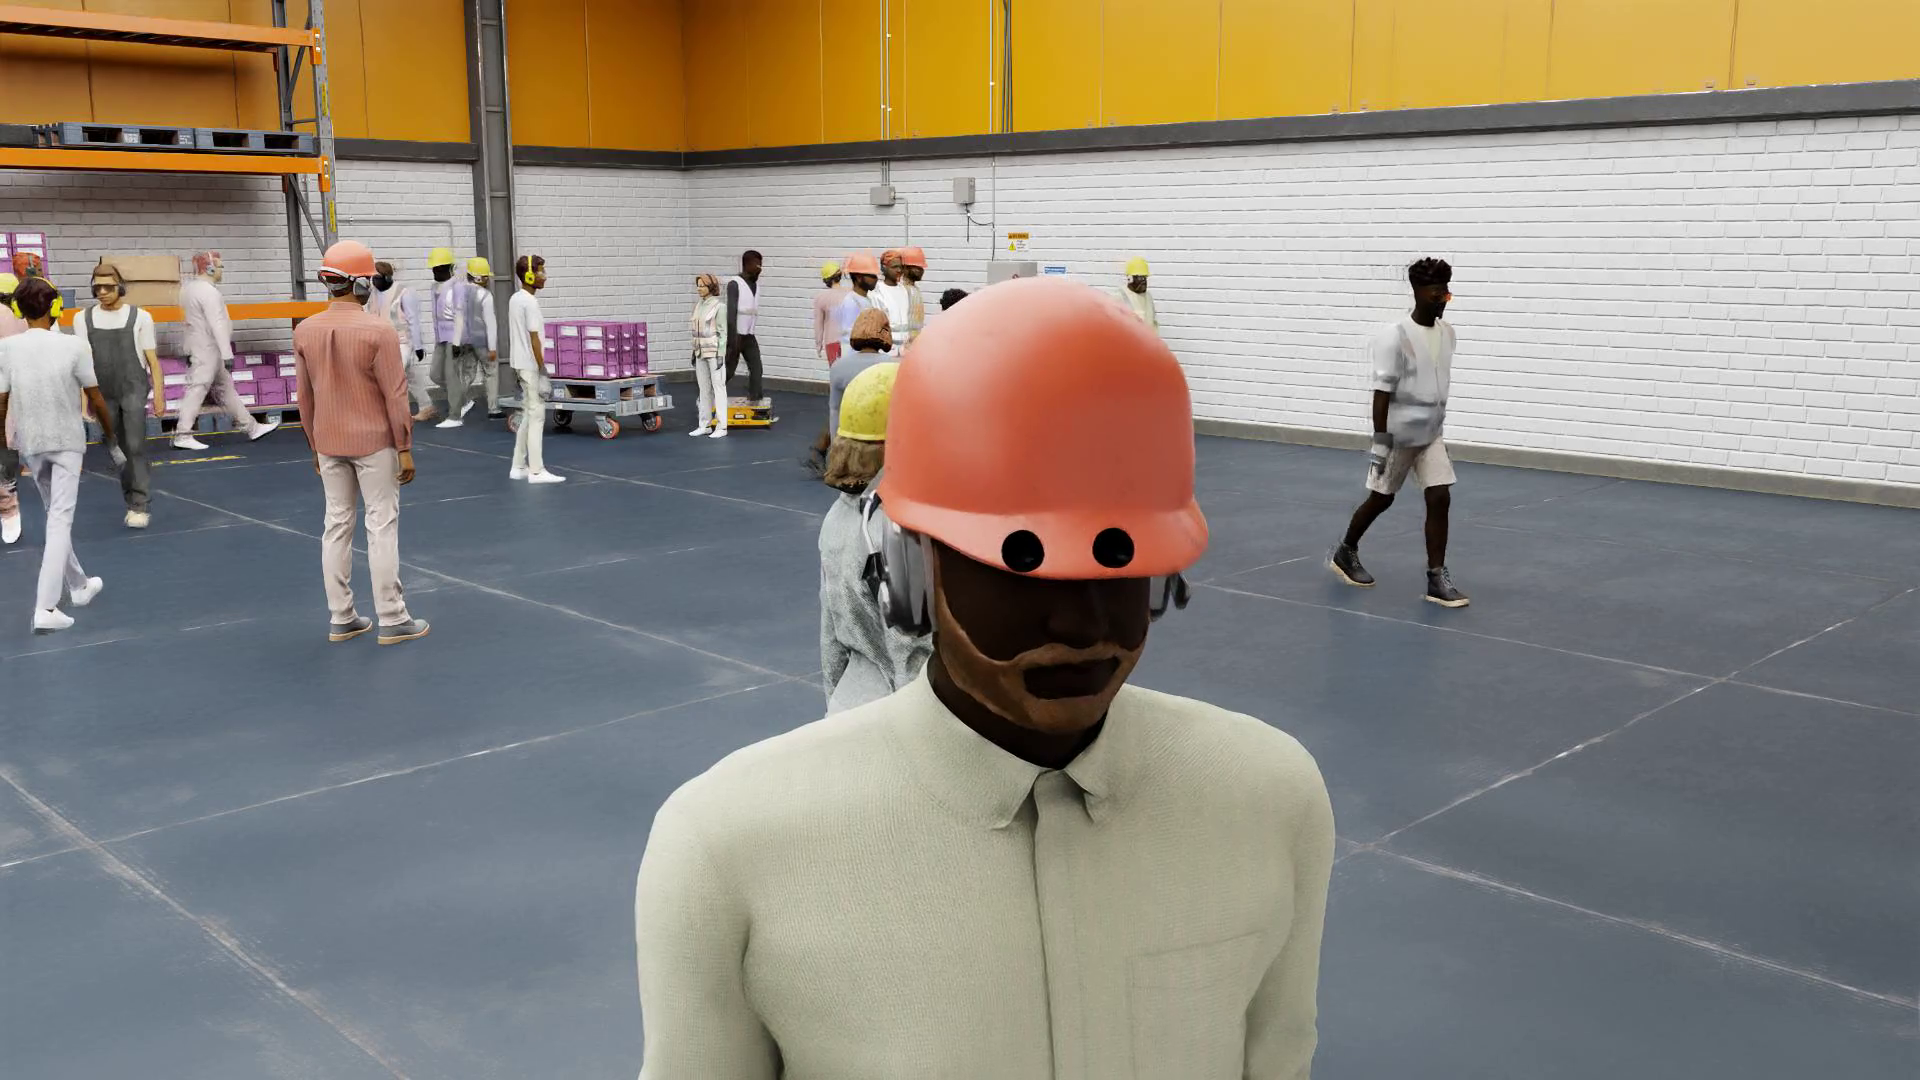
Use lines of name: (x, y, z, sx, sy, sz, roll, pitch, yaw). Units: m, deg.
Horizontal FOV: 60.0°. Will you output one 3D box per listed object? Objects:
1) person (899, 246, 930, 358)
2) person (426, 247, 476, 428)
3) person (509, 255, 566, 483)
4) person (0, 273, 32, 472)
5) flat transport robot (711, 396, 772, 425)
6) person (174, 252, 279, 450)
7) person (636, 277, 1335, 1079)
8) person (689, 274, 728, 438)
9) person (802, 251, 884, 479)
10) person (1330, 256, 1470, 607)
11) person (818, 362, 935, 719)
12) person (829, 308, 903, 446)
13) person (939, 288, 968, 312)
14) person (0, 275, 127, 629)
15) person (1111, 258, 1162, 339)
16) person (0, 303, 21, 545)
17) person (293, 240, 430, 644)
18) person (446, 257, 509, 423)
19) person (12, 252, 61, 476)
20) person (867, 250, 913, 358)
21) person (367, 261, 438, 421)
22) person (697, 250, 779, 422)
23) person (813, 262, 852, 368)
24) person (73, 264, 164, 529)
person: (-0.460, -1.779, 15.564, 0.398, 1.917, 0.554, 5, 11, 25)
person: (-5.383, -2.127, 17.539, 0.585, 1.902, 0.453, 9, 14, 40)
person: (-3.519, -1.389, 13.643, 0.379, 1.861, 0.608, -6, 12, -30)
person: (-7.286, -1.187, 12.859, 0.545, 1.720, 0.877, 4, 11, 21)
flat transport robot: (-2.377, -1.406, 18.038, 0.652, 0.197, 1.431, -1, 10, -5)
person: (-7.062, -1.793, 15.835, 1.041, 1.857, 0.677, -7, 13, -35)
person: (0.043, 0.785, 1.395, 0.622, 1.990, 0.402, -4, 11, -19)
person: (-2.517, -1.845, 16.700, 0.513, 1.641, 0.307, 10, 14, 42)
person: (-0.873, -1.400, 13.570, 0.932, 1.907, 0.553, 2, 11, 11)
person: (2.457, -0.620, 9.291, 0.614, 1.922, 0.938, -6, 12, -30)
person: (-0.155, 0.472, 3.773, 0.290, 1.745, 0.493, -5, 11, -24)
person: (-0.503, -0.493, 9.385, 0.496, 1.623, 0.313, 4, 11, 22)
person: (-0.025, -0.888, 11.421, 0.536, 1.673, 0.774, -4, 11, -21)
person: (-4.754, -0.473, 8.752, 0.534, 1.816, 0.997, 0, 10, -2)
person: (1.805, -1.880, 16.454, 0.891, 1.788, 0.613, 10, 14, 43)
person: (-6.299, -0.847, 10.557, 0.674, 1.893, 0.421, -1, 10, -4)
person: (-2.976, -0.472, 8.243, 0.611, 1.995, 0.375, 3, 11, 16)
person: (-5.223, -2.146, 17.932, 0.615, 1.793, 0.749, 5, 11, 25)
person: (-7.784, -1.471, 13.993, 0.572, 1.885, 0.358, 3, 11, 15)
person: (-0.642, -1.716, 15.332, 0.576, 1.881, 0.352, -10, 15, -44)
person: (-5.988, -2.102, 17.797, 0.639, 1.774, 1.042, 6, 12, 29)
person: (-2.451, -2.224, 18.146, 0.919, 1.868, 0.678, 5, 11, 23)
person: (-1.277, -2.125, 17.954, 0.601, 1.733, 0.511, -1, 10, -7)
person: (-5.825, -0.975, 11.468, 0.503, 1.816, 0.764, -1, 10, -8)
